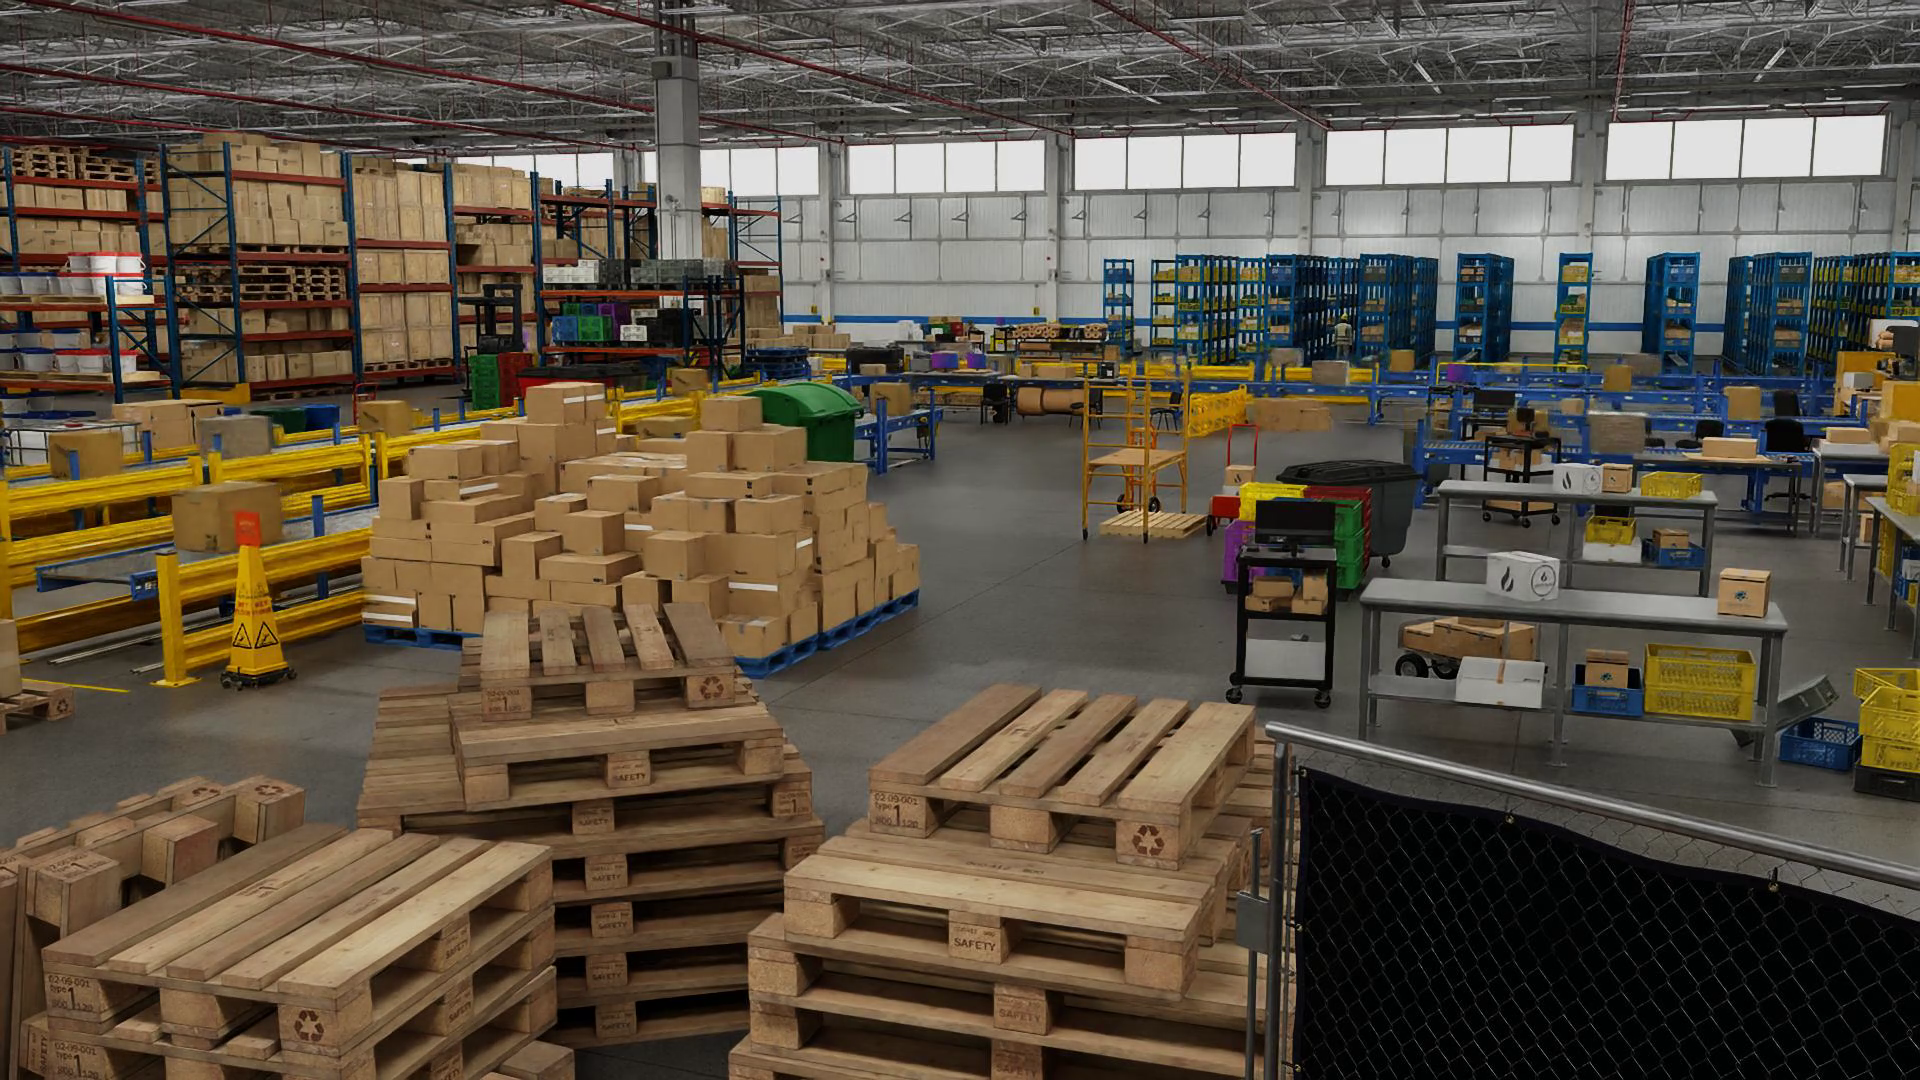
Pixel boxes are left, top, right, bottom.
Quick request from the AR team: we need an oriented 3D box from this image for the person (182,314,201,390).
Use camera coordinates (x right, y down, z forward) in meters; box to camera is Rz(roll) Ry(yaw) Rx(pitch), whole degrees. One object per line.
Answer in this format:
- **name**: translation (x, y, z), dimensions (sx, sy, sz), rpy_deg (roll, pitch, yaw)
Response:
- **person**: translation (-20.231, -4.932, 43.754), dimensions (0.605, 2.028, 0.446), rpy_deg (4, 10, 22)

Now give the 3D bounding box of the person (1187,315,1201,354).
- **person**: translation (7.241, -6.047, 51.079), dimensions (0.649, 1.903, 0.647), rpy_deg (9, 13, 43)

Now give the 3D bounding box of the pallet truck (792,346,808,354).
- **pallet truck**: translation (-3.705, -4.298, 42.022), dimensions (0.653, 1.274, 1.630), rpy_deg (3, 10, 20)

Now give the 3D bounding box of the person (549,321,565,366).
- **person**: translation (-10.736, -4.923, 44.305), dimensions (0.404, 1.826, 0.587), rpy_deg (-1, 9, -8)

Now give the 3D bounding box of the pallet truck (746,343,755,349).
- **pallet truck**: translation (-6.183, -4.618, 44.264), dimensions (1.601, 1.201, 0.680), rpy_deg (-9, 12, -43)

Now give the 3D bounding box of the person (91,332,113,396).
- **person**: translation (-21.593, -4.435, 41.890), dimensions (0.506, 1.615, 0.675), rpy_deg (3, 9, 16)

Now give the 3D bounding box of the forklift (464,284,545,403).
- **forklift**: translation (-10.832, -4.702, 39.610), dimensions (1.129, 2.768, 1.873), rpy_deg (3, 10, 20)

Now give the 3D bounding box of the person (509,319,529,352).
- **person**: translation (-12.283, -5.265, 46.281), dimensions (0.564, 1.889, 1.007), rpy_deg (3, 9, 18)

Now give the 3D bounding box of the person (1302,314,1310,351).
- **person**: translation (12.374, -7.347, 59.467), dimensions (0.386, 1.843, 0.567), rpy_deg (2, 9, 10)

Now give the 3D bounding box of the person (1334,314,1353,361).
- **person**: translation (11.989, -6.142, 51.933), dimensions (0.600, 1.830, 0.404), rpy_deg (7, 12, 39)
